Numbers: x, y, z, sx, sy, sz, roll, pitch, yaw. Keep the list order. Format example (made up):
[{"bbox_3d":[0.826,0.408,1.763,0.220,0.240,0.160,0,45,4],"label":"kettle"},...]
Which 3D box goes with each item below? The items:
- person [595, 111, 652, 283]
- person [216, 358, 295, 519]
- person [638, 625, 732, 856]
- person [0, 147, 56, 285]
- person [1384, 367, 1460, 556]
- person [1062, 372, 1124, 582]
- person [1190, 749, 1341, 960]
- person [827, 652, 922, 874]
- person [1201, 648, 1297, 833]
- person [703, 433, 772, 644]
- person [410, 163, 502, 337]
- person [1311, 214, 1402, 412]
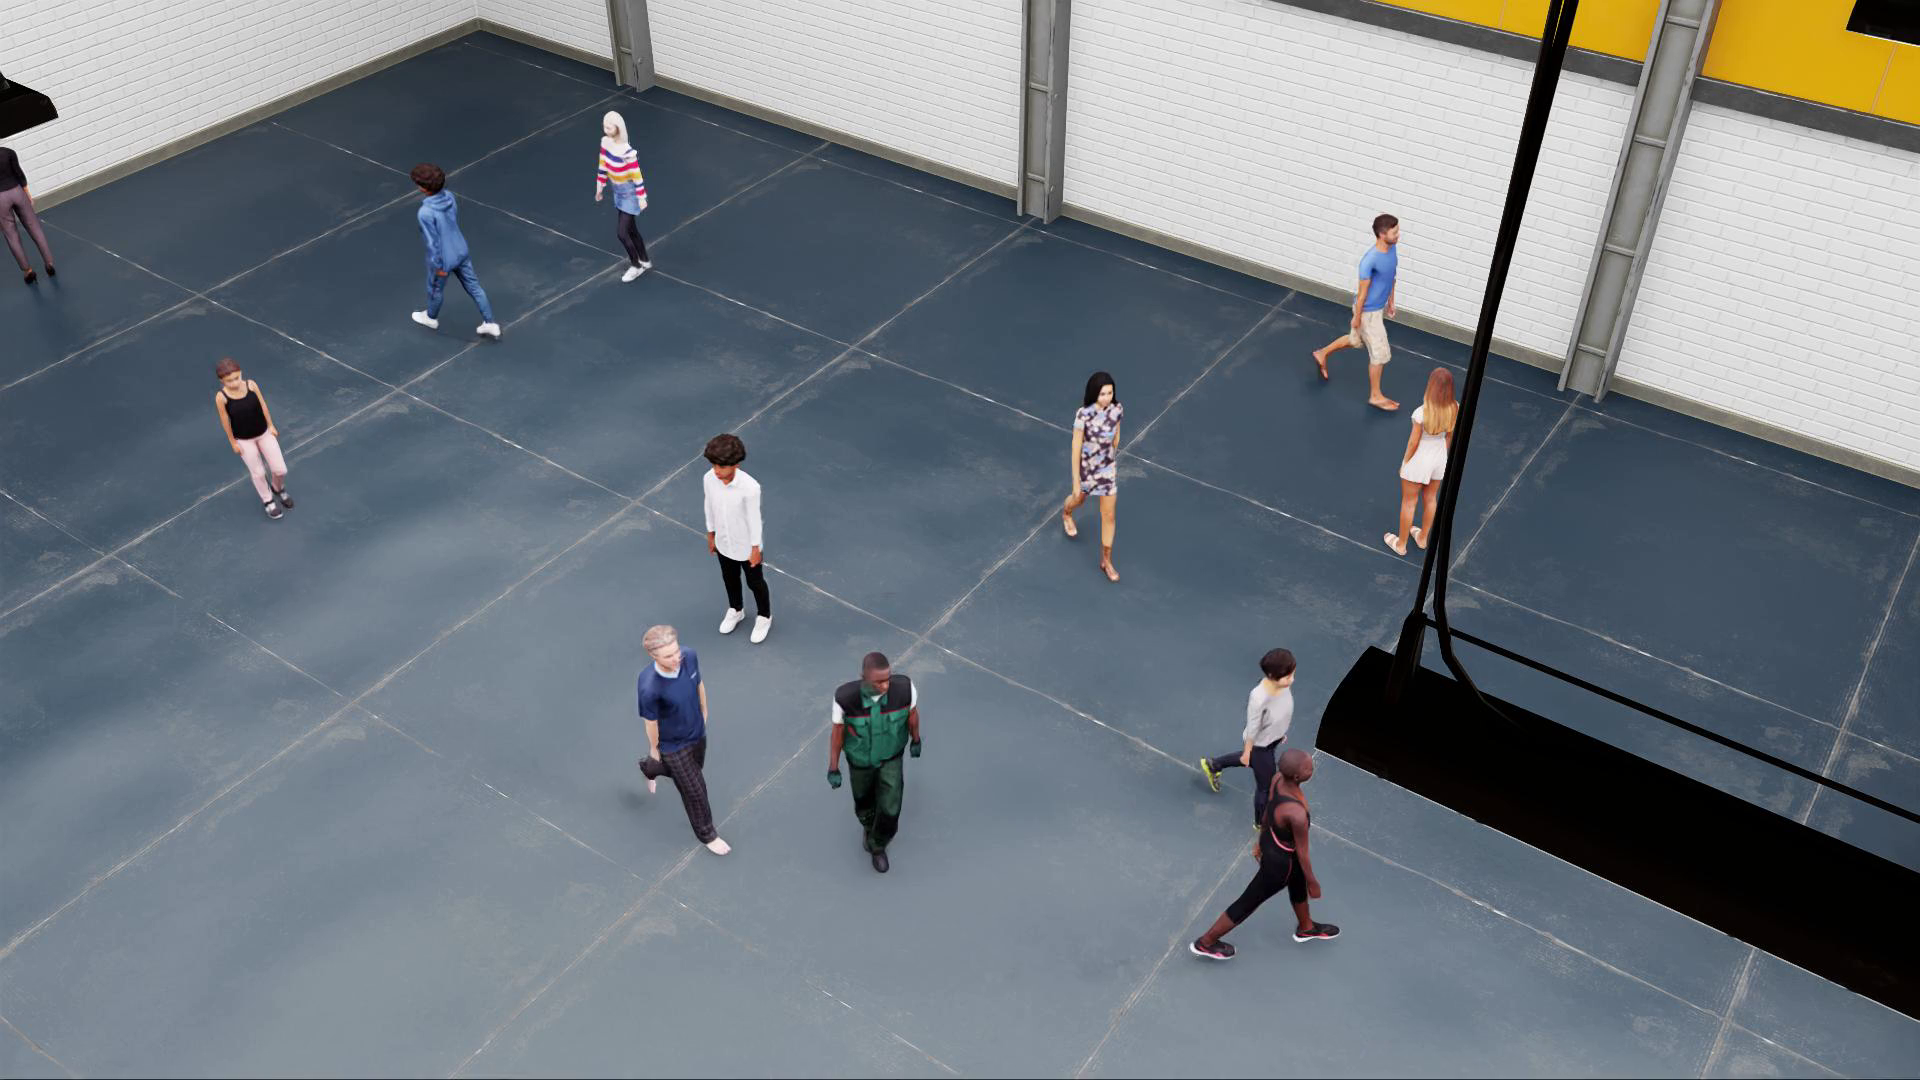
[{"bbox_3d":[-3.249,-3.461,16.560,0.806,1.790,0.677,-27,46,-30],"label":"person"},{"bbox_3d":[-5.770,-0.870,13.515,0.610,1.543,0.648,-27,46,-30],"label":"person"},{"bbox_3d":[-1.869,1.221,10.657,1.067,1.842,0.671,23,44,26],"label":"person"},{"bbox_3d":[-9.416,-3.327,16.489,0.579,1.670,0.627,30,47,32],"label":"person"},{"bbox_3d":[3.661,-0.618,13.075,0.669,1.697,0.714,-11,40,-14],"label":"person"},{"bbox_3d":[1.007,-0.587,13.041,1.023,1.692,1.201,-14,41,-16],"label":"person"},{"bbox_3d":[1.795,1.924,9.881,1.227,1.711,1.100,-3,39,-4],"label":"person"},{"bbox_3d":[-0.548,1.299,10.582,0.949,1.813,1.012,-3,39,-4],"label":"person"},{"bbox_3d":[1.921,1.261,10.856,0.963,1.530,0.586,29,47,31],"label":"person"},{"bbox_3d":[-1.633,-0.026,12.247,0.540,1.805,0.713,16,41,19],"label":"person"},{"bbox_3d":[-4.727,-2.666,15.583,1.189,1.767,0.781,18,42,21],"label":"person"},{"bbox_3d":[3.586,-2.092,14.810,1.179,1.836,0.640,23,44,26],"label":"person"}]
